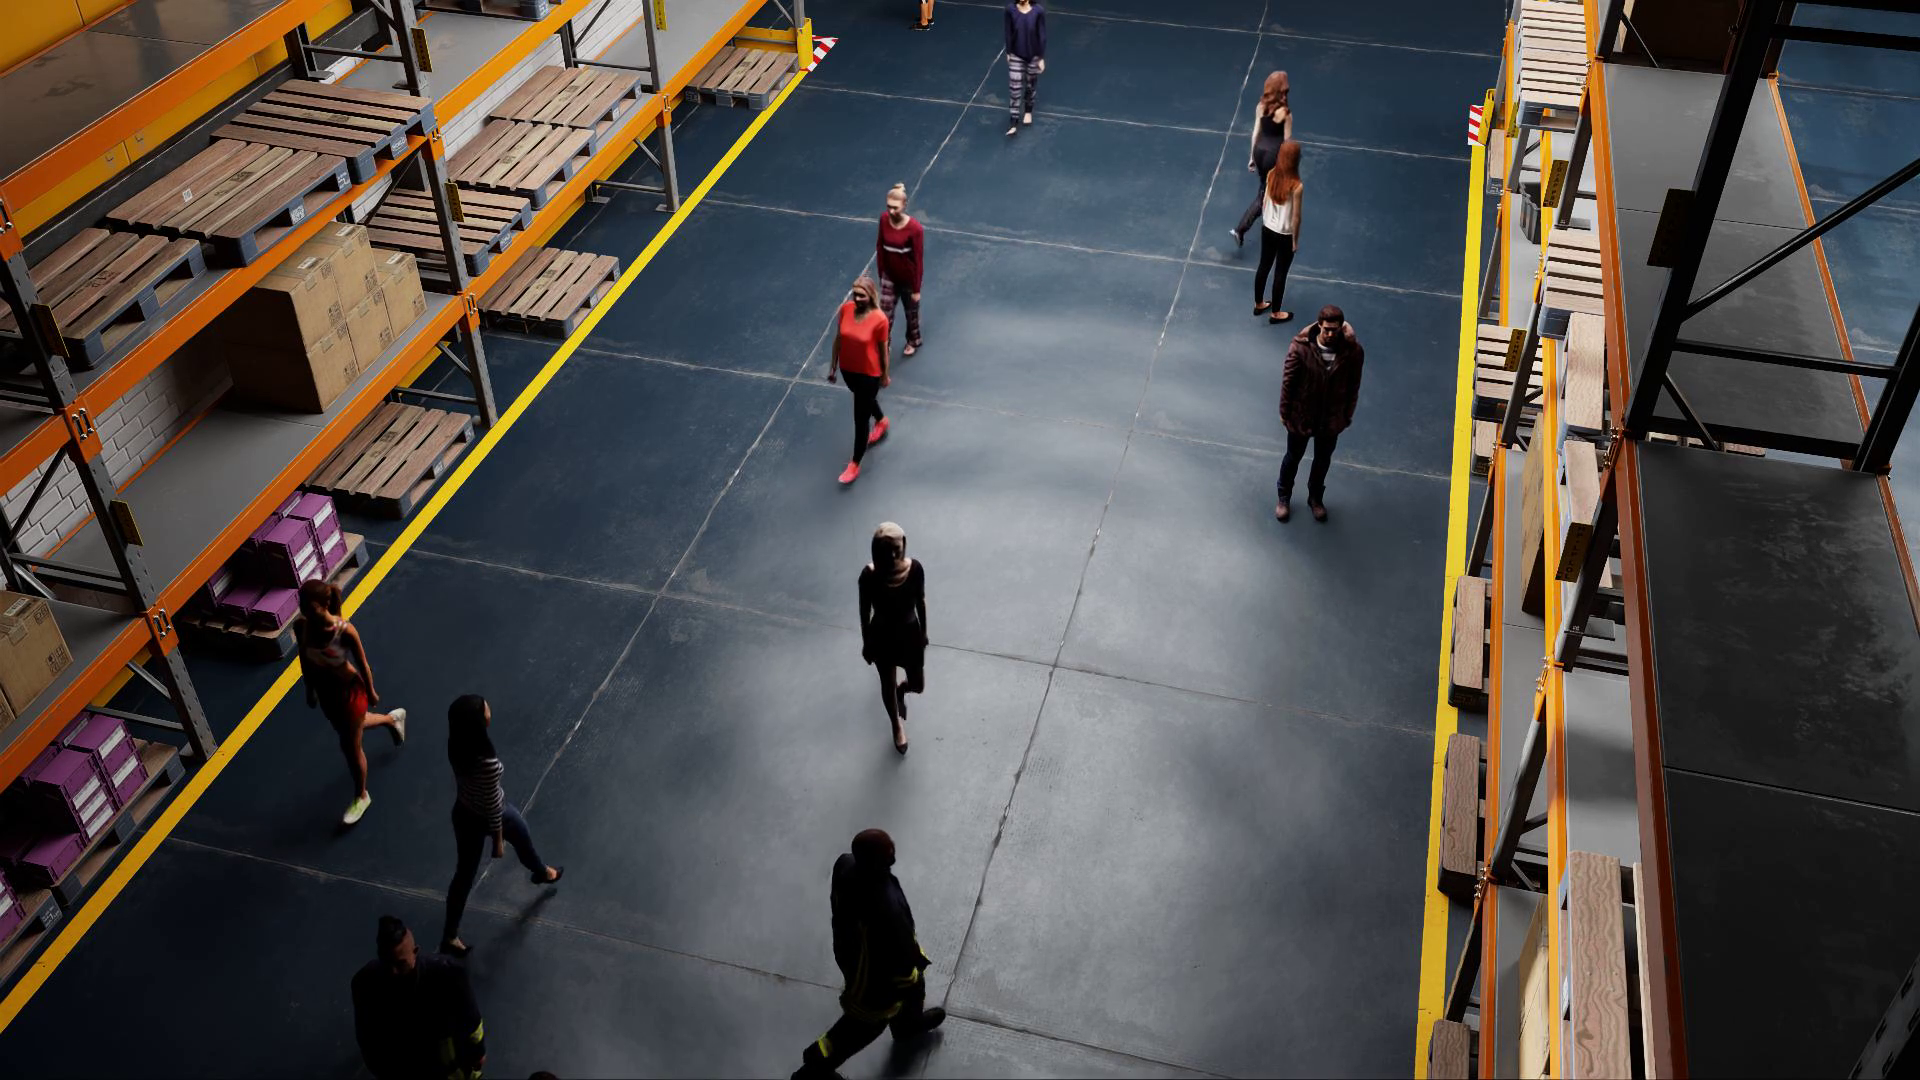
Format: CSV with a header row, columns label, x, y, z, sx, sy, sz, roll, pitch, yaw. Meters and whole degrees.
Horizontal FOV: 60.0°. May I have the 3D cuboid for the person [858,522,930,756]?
label,x,y,z,sx,sy,sz,roll,pitch,yaw
person,-0.434,0.581,10.677,0.754,1.818,0.817,-9,39,-11

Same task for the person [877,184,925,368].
label,x,y,z,sx,sy,sz,roll,pitch,yaw
person,-0.469,-2.309,14.408,0.750,1.677,0.992,16,41,19

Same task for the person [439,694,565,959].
label,x,y,z,sx,sy,sz,roll,pitch,yaw
person,-2.752,1.657,9.394,0.880,1.736,1.211,25,45,28

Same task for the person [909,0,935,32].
label,x,y,z,sx,sy,sz,roll,pitch,yaw
person,-0.462,-7.138,20.461,0.645,1.669,0.456,11,40,14

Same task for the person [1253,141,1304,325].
label,x,y,z,sx,sy,sz,roll,pitch,yaw
person,2.867,-2.766,14.946,0.681,1.719,0.643,-25,45,-28

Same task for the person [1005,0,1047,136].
label,x,y,z,sx,sy,sz,roll,pitch,yaw
person,0.738,-5.322,18.167,0.668,1.694,1.020,6,39,8

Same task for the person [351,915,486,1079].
label,x,y,z,sx,sy,sz,roll,pitch,yaw
person,-2.637,2.509,8.228,0.859,1.861,0.857,-7,39,-8

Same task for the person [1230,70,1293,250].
label,x,y,z,sx,sy,sz,roll,pitch,yaw
person,2.917,-3.625,16.027,0.923,1.713,1.190,30,48,32

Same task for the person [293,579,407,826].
label,x,y,z,sx,sy,sz,roll,pitch,yaw
person,-3.797,0.895,10.321,0.571,1.771,1.036,10,40,12

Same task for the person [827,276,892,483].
label,x,y,z,sx,sy,sz,roll,pitch,yaw
person,-0.744,-1.371,13.249,0.856,1.659,1.183,22,44,25

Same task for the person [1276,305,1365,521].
label,x,y,z,sx,sy,sz,roll,pitch,yaw
person,2.700,-0.973,12.600,0.831,1.847,0.784,0,39,0

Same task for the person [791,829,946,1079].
label,x,y,z,sx,sy,sz,roll,pitch,yaw
person,-0.513,2.217,8.652,1.260,1.787,1.250,-16,41,-19
